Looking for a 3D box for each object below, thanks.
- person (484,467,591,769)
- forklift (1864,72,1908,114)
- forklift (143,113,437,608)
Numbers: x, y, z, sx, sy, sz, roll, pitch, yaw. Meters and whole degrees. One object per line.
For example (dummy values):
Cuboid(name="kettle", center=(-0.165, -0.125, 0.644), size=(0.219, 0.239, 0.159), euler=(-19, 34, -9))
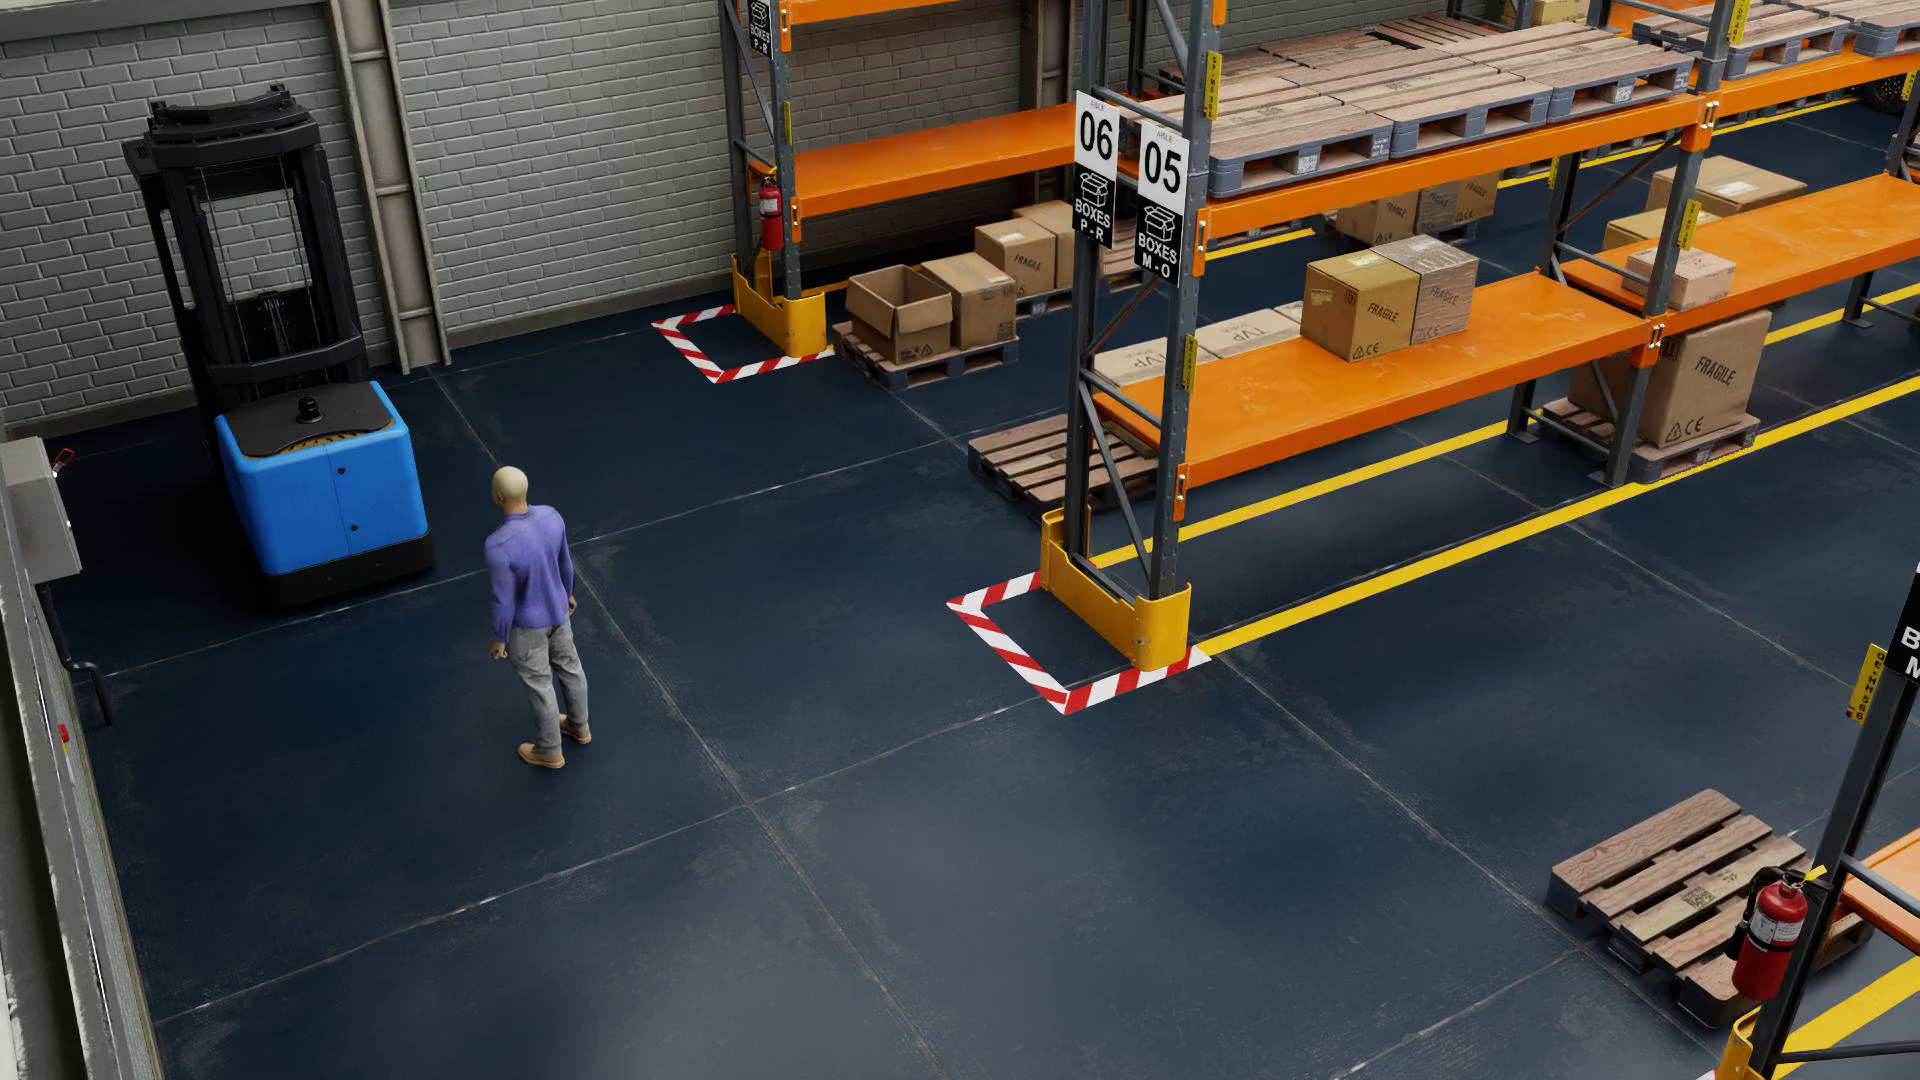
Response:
Cuboid(name="person", center=(-2.234, 0.420, 8.807), size=(0.395, 1.798, 0.587), euler=(18, 36, 27))
Cuboid(name="forklift", center=(11.468, -5.645, 18.244), size=(1.214, 2.155, 2.313), euler=(-17, 36, -26))
Cuboid(name="forklift", center=(-4.289, -1.259, 10.509), size=(1.129, 2.768, 1.873), euler=(-17, 36, -26))
